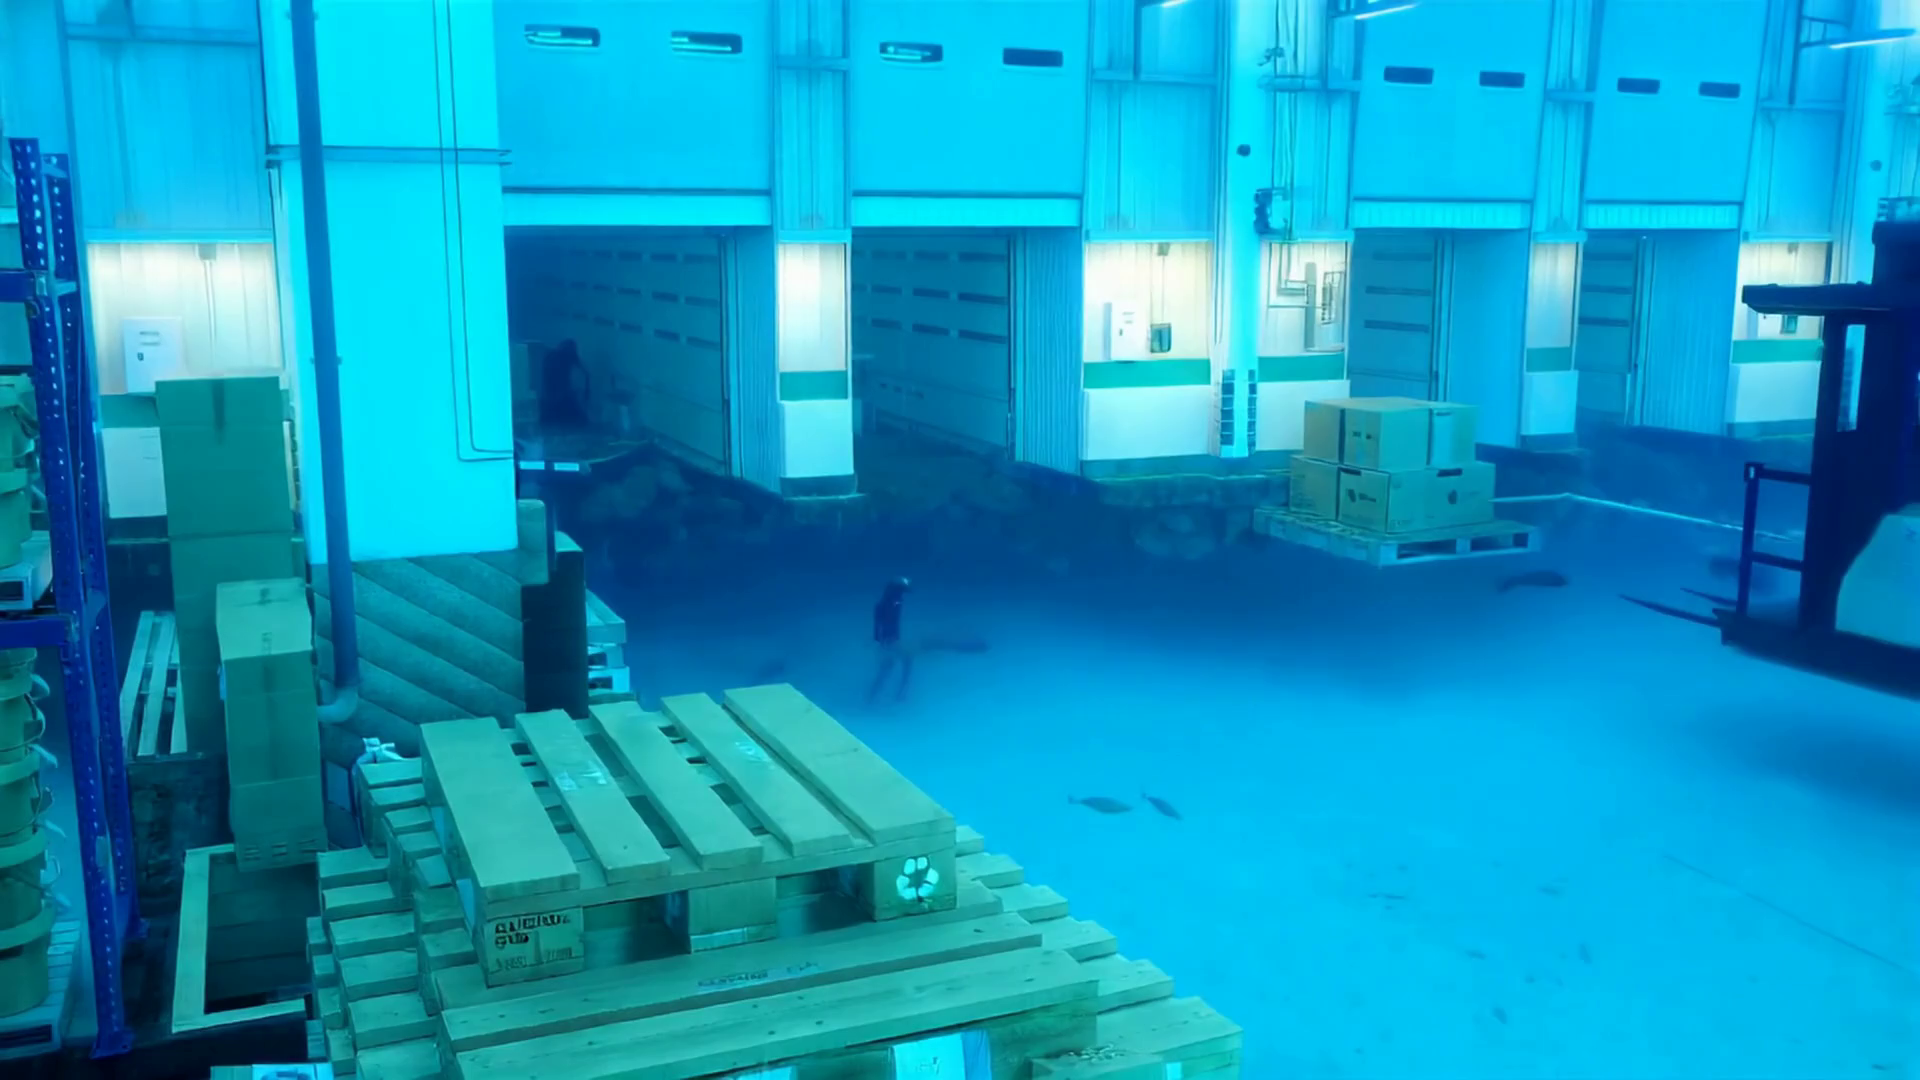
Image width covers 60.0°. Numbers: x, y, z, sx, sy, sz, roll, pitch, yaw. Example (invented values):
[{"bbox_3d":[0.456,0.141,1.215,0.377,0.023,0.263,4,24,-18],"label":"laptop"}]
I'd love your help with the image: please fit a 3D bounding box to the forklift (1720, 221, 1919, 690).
[{"bbox_3d":[5.954,-0.550,10.217,1.129,2.768,1.873,-4,11,-23],"label":"forklift"}]
